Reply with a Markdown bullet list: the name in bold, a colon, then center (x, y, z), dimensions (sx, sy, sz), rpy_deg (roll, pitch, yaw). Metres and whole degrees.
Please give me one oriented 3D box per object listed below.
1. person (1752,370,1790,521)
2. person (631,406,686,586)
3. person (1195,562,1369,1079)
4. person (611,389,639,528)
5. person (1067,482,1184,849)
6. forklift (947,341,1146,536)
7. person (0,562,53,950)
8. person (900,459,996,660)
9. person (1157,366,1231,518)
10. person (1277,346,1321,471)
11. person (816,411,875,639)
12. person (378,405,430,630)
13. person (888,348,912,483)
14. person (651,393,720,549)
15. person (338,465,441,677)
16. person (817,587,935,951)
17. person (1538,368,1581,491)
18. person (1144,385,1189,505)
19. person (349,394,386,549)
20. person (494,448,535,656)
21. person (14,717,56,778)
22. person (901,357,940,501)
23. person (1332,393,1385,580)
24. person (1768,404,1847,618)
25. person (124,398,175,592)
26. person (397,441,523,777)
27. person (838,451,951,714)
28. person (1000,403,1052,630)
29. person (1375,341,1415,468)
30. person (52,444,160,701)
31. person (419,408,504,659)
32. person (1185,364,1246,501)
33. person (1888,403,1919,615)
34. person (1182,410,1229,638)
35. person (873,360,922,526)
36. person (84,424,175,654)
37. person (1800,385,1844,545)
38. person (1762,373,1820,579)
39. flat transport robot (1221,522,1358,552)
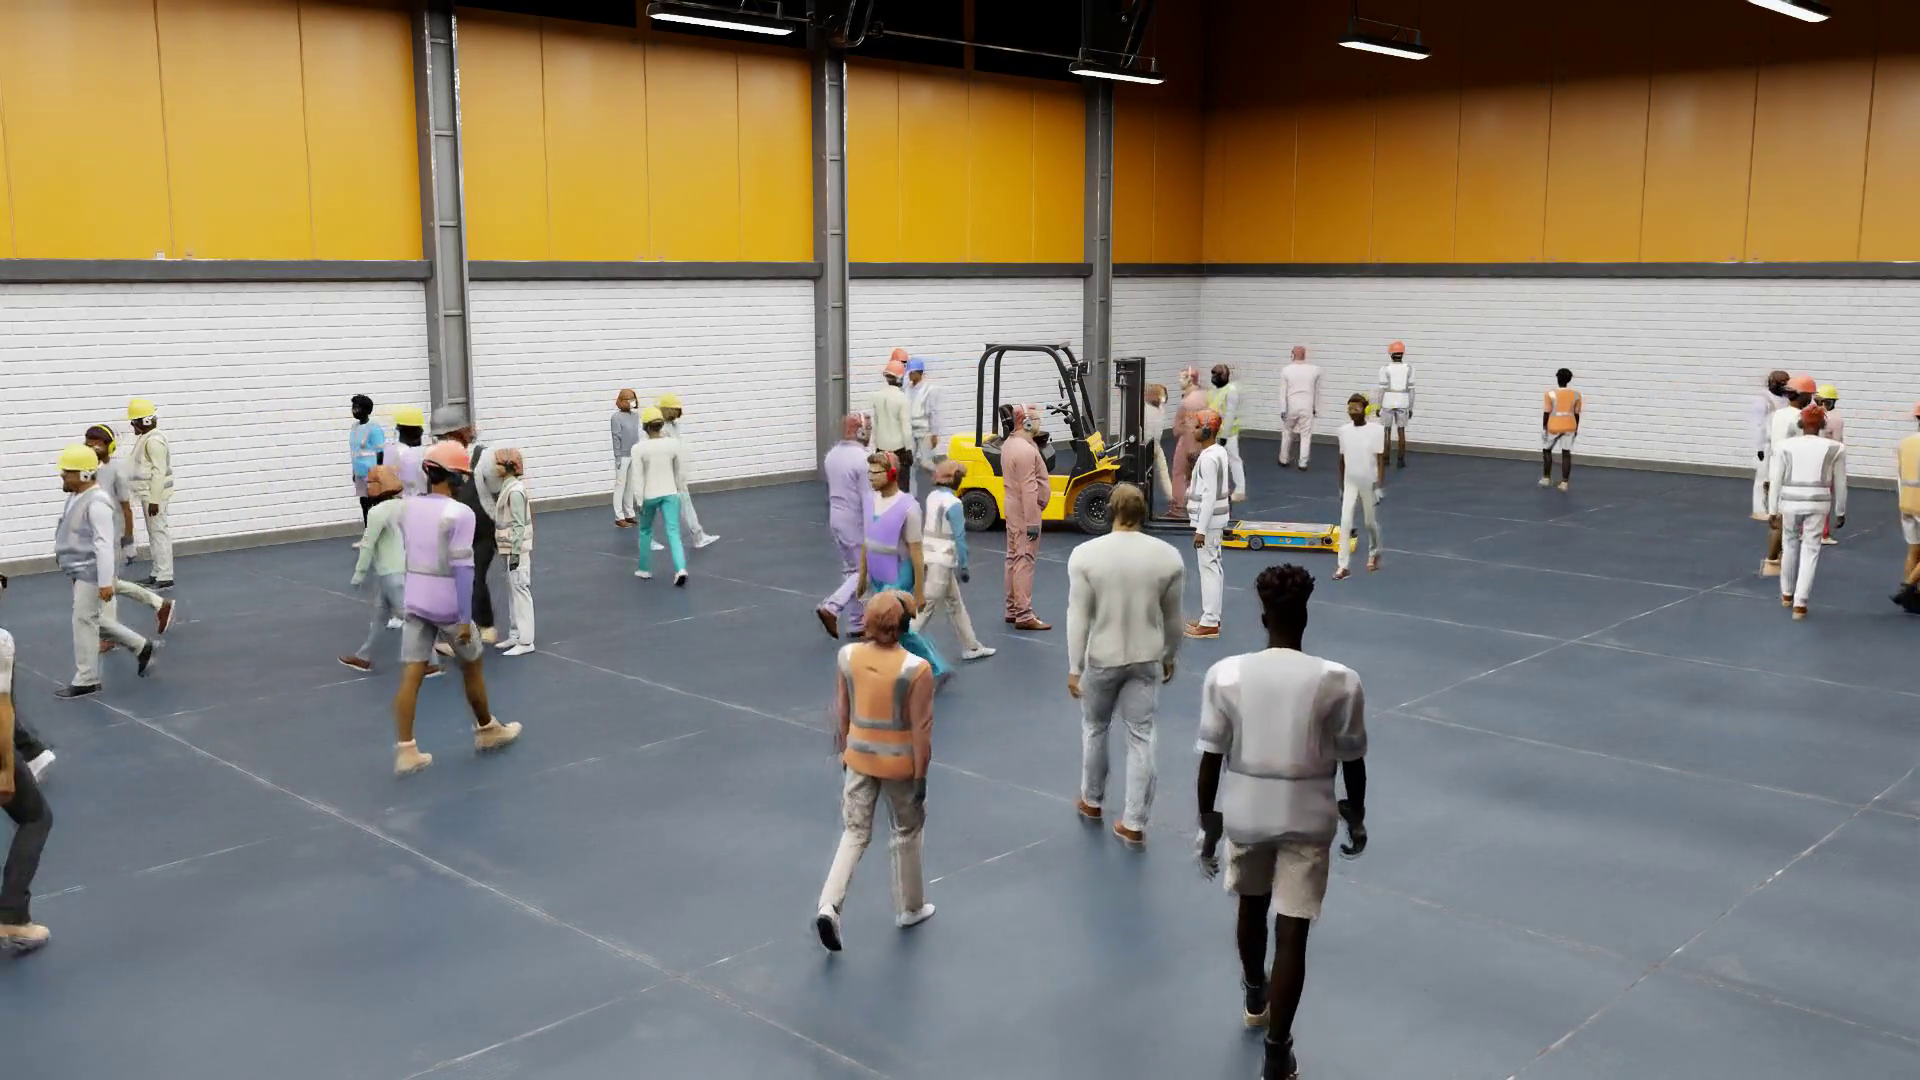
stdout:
- **person**: center (9.807, -1.128, 20.001), dimensions (0.650, 1.822, 0.519), rpy_deg (-4, 10, -25)
- **person**: center (-2.896, -0.431, 16.031), dimensions (0.524, 1.726, 0.888), rpy_deg (-5, 10, -27)
- **person**: center (1.248, 1.041, 6.377), dimensions (0.612, 1.919, 0.963), rpy_deg (4, 10, 22)
- **person**: center (-3.920, -0.970, 19.613), dimensions (0.280, 1.634, 0.498), rpy_deg (4, 10, 23)
- **person**: center (0.860, 0.635, 8.919), dimensions (0.656, 1.907, 0.845), rpy_deg (-1, 9, -8)
- **forklift**: center (0.977, -1.223, 19.452), dimensions (2.313, 2.155, 1.214), rpy_deg (2, 9, 11)
- **person**: center (-4.280, 0.946, 7.301), dimensions (0.513, 1.827, 0.491), rpy_deg (3, 10, 15)
- **person**: center (-0.143, 0.172, 12.753), dimensions (0.856, 1.587, 0.529), rpy_deg (-3, 10, -18)
- **person**: center (2.830, -1.158, 20.014), dimensions (0.781, 1.880, 0.648), rpy_deg (4, 10, 22)
- **person**: center (5.125, -2.007, 25.287), dimensions (0.645, 1.866, 0.920), rpy_deg (0, 9, -2)
- **person**: center (-0.916, -0.104, 13.541), dimensions (0.618, 1.883, 0.652), rpy_deg (-6, 11, -34)
- **person**: center (-4.566, -0.194, 14.049), dimensions (0.898, 1.887, 0.609), rpy_deg (-7, 11, -36)
- **person**: center (-0.827, -1.686, 23.074), dimensions (0.354, 1.939, 0.544), rpy_deg (6, 11, 35)
- **person**: center (-3.060, -0.722, 17.873), dimensions (0.894, 1.691, 0.510), rpy_deg (3, 10, 16)
- **person**: center (-4.260, 0.238, 12.341), dimensions (0.850, 1.585, 0.507), rpy_deg (1, 9, 6)
- **person**: center (-0.374, 1.021, 7.448), dimensions (0.514, 1.617, 0.725), rpy_deg (4, 10, 26)
- **person**: center (8.242, -1.527, 22.907), dimensions (0.546, 1.670, 0.690), rpy_deg (0, 9, 2)
- **person**: center (2.464, -1.171, 20.993), dimensions (0.891, 1.576, 0.502), rpy_deg (7, 11, 35)
- **person**: center (-6.378, -0.721, 17.897), dimensions (0.540, 1.695, 0.317), rpy_deg (7, 12, 38)
- **person**: center (-3.521, 0.088, 13.114), dimensions (0.308, 1.641, 0.517), rpy_deg (-4, 10, -24)
- **person**: center (-5.775, 0.558, 9.503), dimensions (0.946, 1.889, 0.597), rpy_deg (-2, 9, -10)
- **person**: center (-0.481, -1.378, 21.212), dimensions (0.619, 1.929, 0.650), rpy_deg (7, 11, 35)
- **person**: center (3.984, -0.551, 16.452), dimensions (0.528, 1.835, 0.939), rpy_deg (6, 11, 31)
- **person**: center (7.484, -0.274, 14.683), dimensions (0.600, 1.840, 0.924), rpy_deg (6, 11, 31)
- **person**: center (-7.645, -0.428, 15.710), dimensions (0.403, 1.825, 0.586), rpy_deg (-6, 11, -31)
- **person**: center (-3.125, 0.391, 10.177), dimensions (0.647, 1.982, 1.005), rpy_deg (5, 10, 26)
- **person**: center (-0.435, 0.271, 11.489), dimensions (0.947, 1.807, 0.573), rpy_deg (-6, 11, -33)
- **person**: center (0.563, -0.202, 14.063), dimensions (0.409, 1.913, 0.639), rpy_deg (-2, 9, -12)
- **person**: center (6.641, -2.053, 25.370), dimensions (0.578, 1.925, 0.373), rpy_deg (0, 9, 1)
- **person**: center (-6.132, 0.207, 11.833), dimensions (0.675, 1.816, 0.603), rpy_deg (-7, 12, -37)
- **person**: center (-3.922, -0.114, 13.122), dimensions (0.685, 2.000, 1.096), rpy_deg (2, 10, 14)
- **person**: center (3.341, -1.379, 21.630), dimensions (0.945, 1.789, 0.654), rpy_deg (-3, 10, -19)
- **person**: center (8.423, -0.285, 14.520), dimensions (0.508, 1.925, 0.594), rpy_deg (-1, 9, -5)
- **person**: center (2.034, -0.130, 13.707), dimensions (0.355, 1.883, 0.573), rpy_deg (3, 10, 16)
- **person**: center (-0.787, -1.109, 19.421), dimensions (0.587, 1.993, 0.631), rpy_deg (-9, 13, -42)
- **person**: center (-6.668, -0.027, 13.238), dimensions (0.512, 1.836, 0.752), rpy_deg (6, 11, 34)
- **person**: center (9.472, -0.827, 18.347), dimensions (0.329, 1.765, 0.525), rpy_deg (-6, 11, -31)
- **person**: center (8.145, -0.609, 16.234), dimensions (0.595, 2.023, 0.619), rpy_deg (-1, 9, -5)
- **flat transport robot**: center (3.585, -0.045, 18.115), dimensions (1.431, 0.197, 0.652), rpy_deg (3, 10, 16)
